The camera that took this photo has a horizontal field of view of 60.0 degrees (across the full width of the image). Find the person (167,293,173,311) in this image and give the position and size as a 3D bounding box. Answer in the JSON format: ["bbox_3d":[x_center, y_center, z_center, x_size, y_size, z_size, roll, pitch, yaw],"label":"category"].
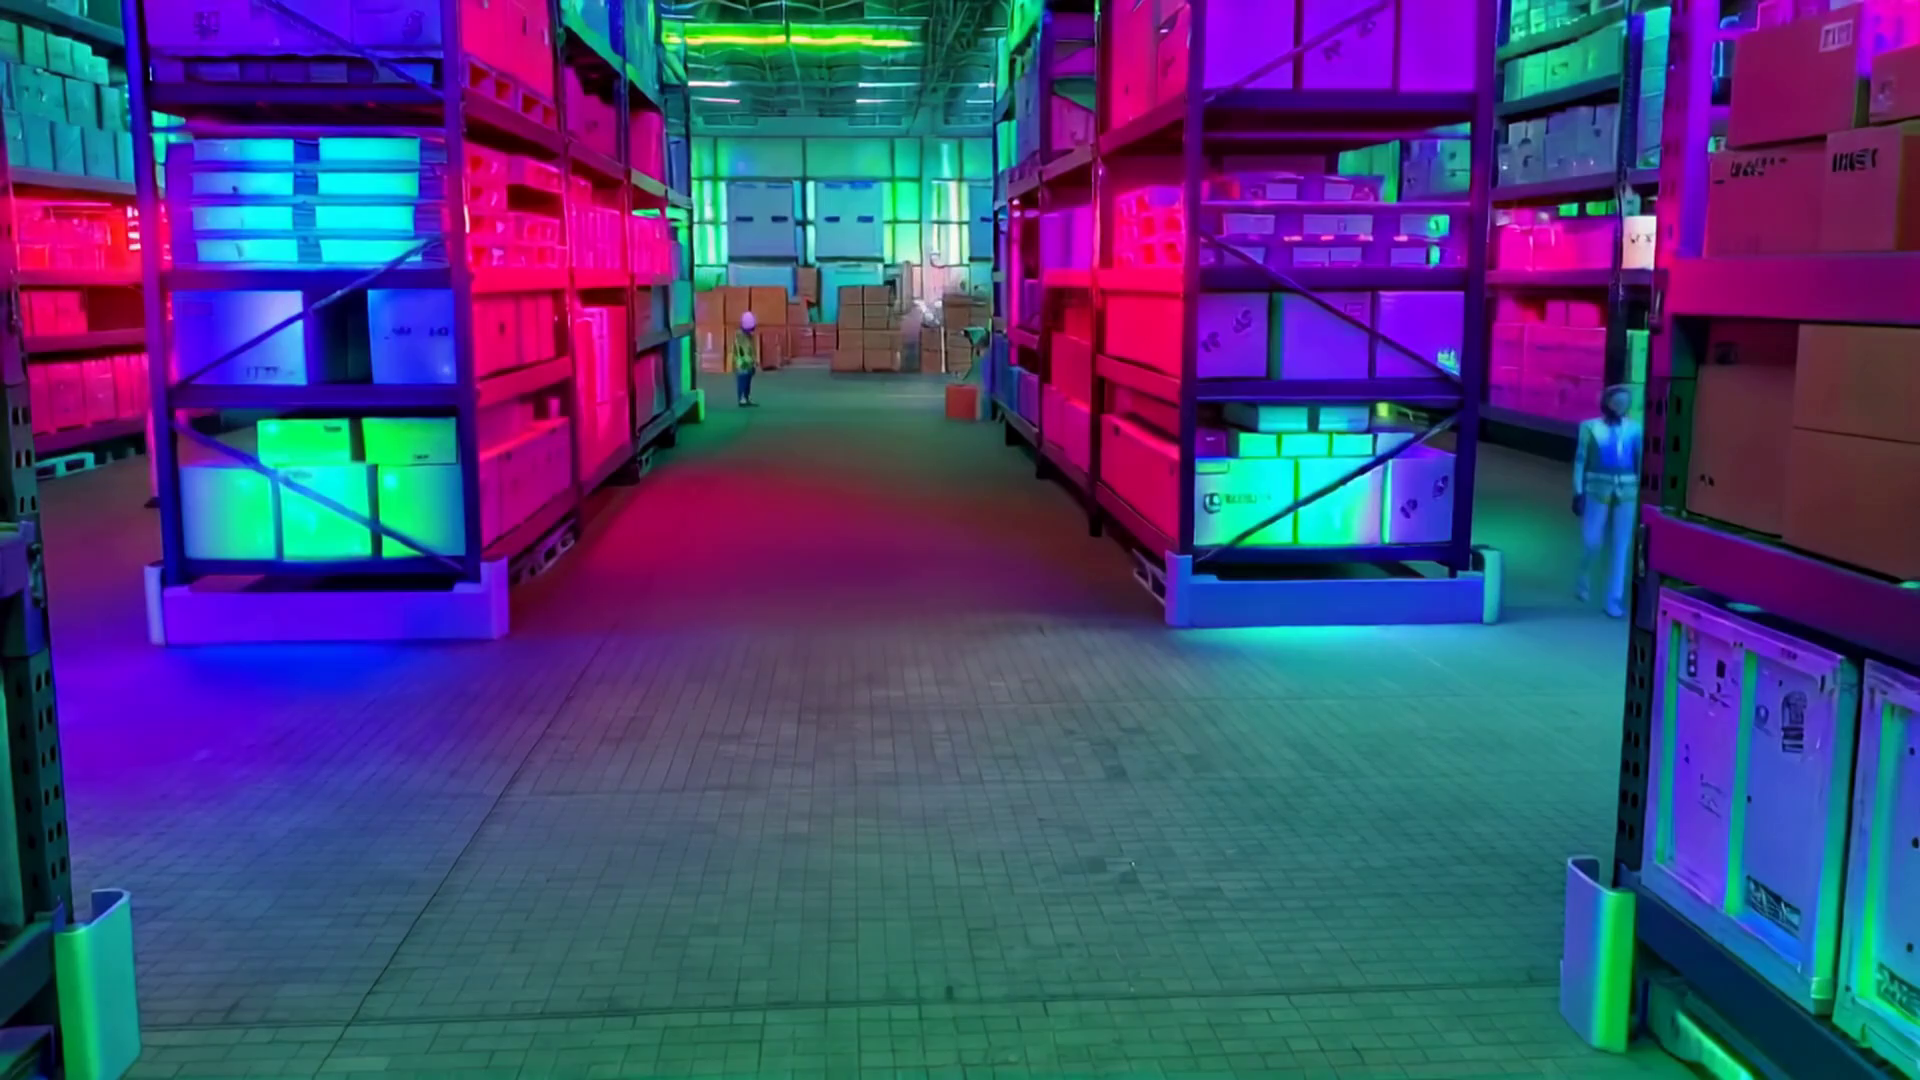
[{"bbox_3d":[-29.666,-8.600,62.654,0.407,1.987,0.608,-2,9,-12],"label":"person"}]

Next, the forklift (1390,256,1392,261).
[{"bbox_3d":[10.426,-5.458,40.099,1.129,2.768,1.873,-1,9,-4],"label":"forklift"}]

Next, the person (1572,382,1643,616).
[{"bbox_3d":[4.549,-0.304,11.677,0.524,1.622,0.528,1,9,8],"label":"person"}]

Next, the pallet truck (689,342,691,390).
[{"bbox_3d":[-5.225,-3.008,27.480,1.885,1.965,0.823,2,9,14],"label":"pallet truck"}]

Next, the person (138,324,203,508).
[{"bbox_3d":[-8.131,-1.321,17.199,0.640,1.908,0.959,1,9,7],"label":"person"}]

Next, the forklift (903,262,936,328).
[{"bbox_3d":[-1.796,-8.346,58.236,1.873,2.768,1.129,0,9,3],"label":"forklift"}]

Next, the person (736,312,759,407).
[{"bbox_3d":[-3.806,-3.227,29.792,0.321,1.697,0.530,3,10,20],"label":"person"}]
